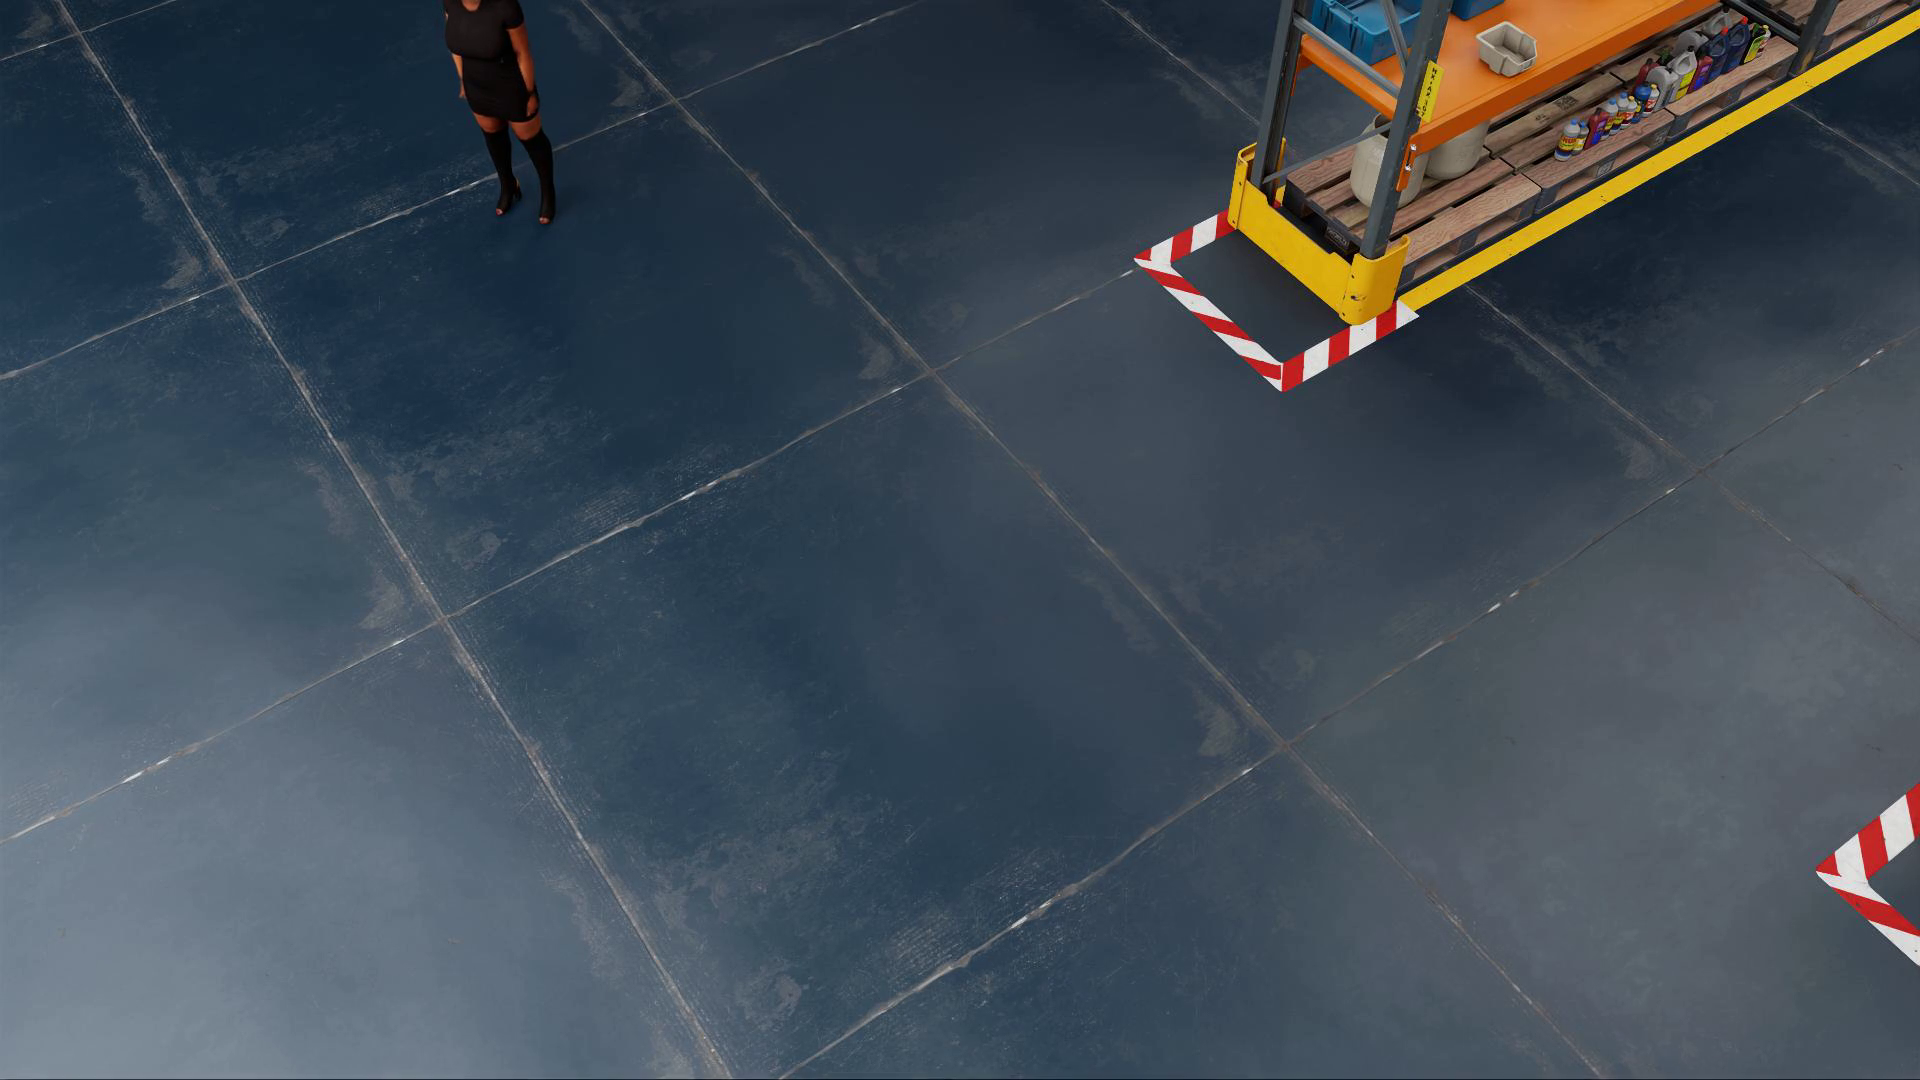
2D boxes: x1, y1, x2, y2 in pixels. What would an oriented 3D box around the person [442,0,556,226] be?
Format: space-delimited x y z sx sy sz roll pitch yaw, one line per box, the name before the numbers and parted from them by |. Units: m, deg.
person | -2.652 -2.619 9.584 0.754 1.852 0.794 14 54 11
